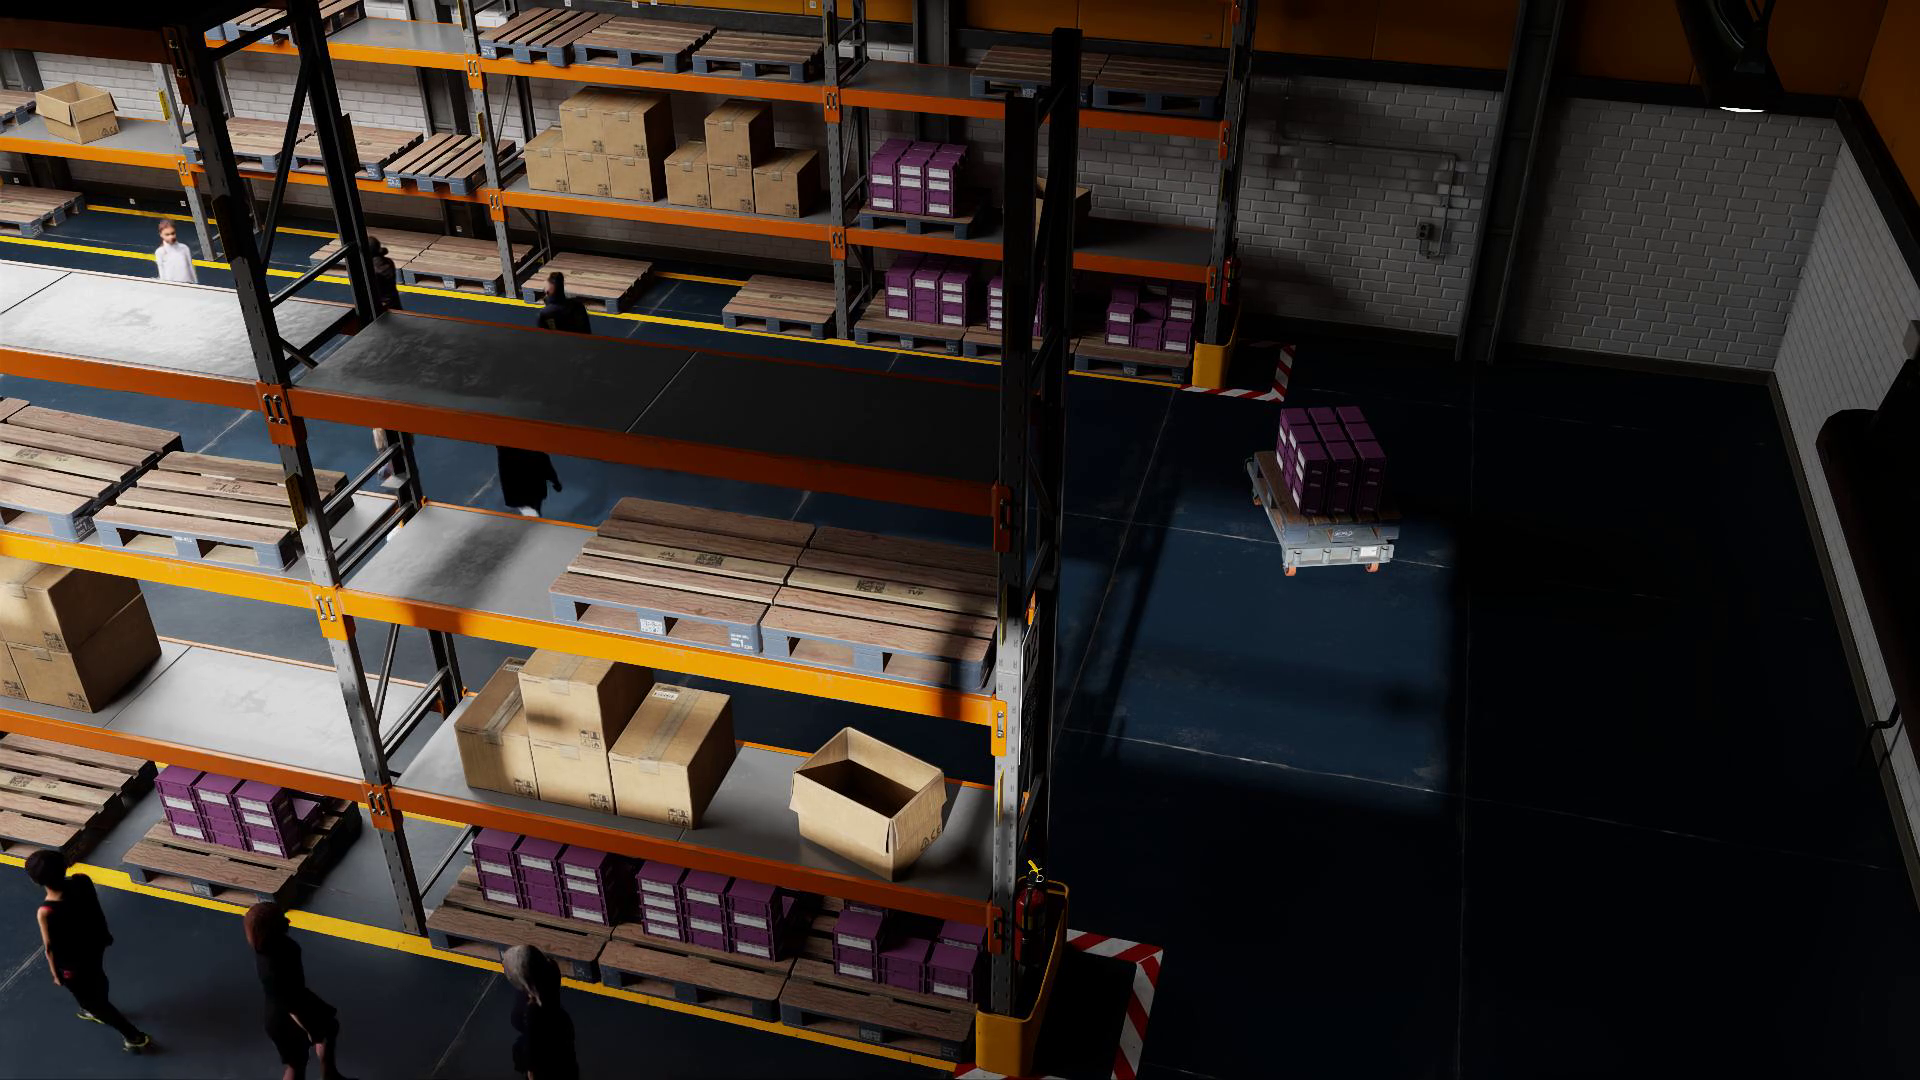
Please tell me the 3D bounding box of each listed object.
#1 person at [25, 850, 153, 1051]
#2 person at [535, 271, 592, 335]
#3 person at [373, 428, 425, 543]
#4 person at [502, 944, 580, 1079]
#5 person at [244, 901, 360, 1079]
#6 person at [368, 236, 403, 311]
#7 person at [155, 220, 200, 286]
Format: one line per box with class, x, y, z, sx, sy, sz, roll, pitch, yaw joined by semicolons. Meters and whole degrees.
person;-5.170;2.446;9.855;0.882;1.534;0.573;9;35;14
person;-3.688;-1.647;15.748;1.146;1.828;1.276;-25;41;-33
person;-4.450;-0.195;13.681;1.132;1.697;0.725;14;36;20
person;-2.159;2.816;9.121;0.789;1.730;0.726;1;34;1
person;-3.846;2.691;9.343;0.783;1.693;0.732;-12;35;-17
person;-5.816;-2.306;16.891;0.585;1.659;0.645;8;35;12
person;-8.209;-2.648;17.515;0.935;1.539;0.997;-19;38;-26
